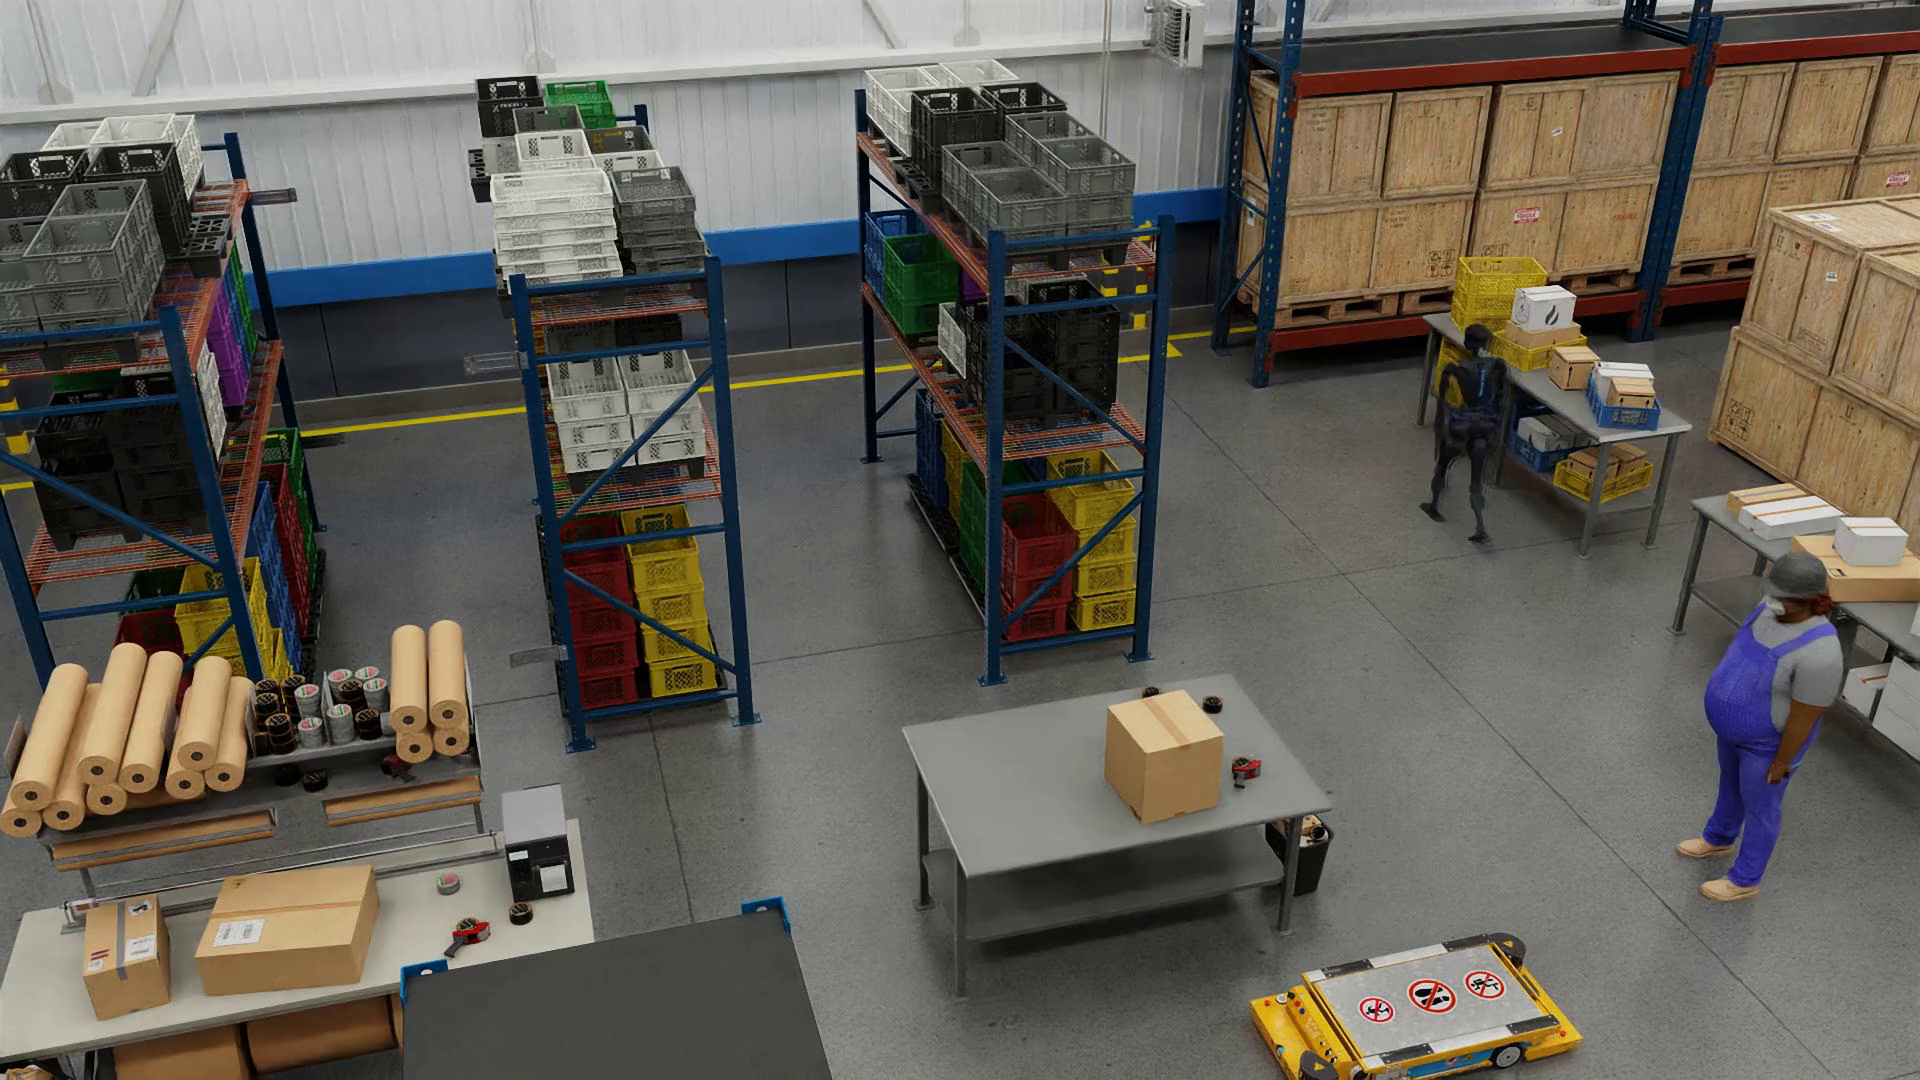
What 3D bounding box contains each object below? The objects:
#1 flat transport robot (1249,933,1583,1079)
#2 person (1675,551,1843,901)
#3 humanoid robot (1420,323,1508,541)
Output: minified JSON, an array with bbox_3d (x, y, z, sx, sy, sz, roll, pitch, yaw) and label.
[{"bbox_3d":[2.184,2.282,7.980,1.431,0.197,0.652,-8,30,-14],"label":"flat transport robot"},{"bbox_3d":[4.125,0.936,8.621,0.536,2.000,0.680,0,29,0],"label":"person"},{"bbox_3d":[3.748,-0.795,12.183,0.576,1.634,0.722,-3,29,-5],"label":"humanoid robot"}]
